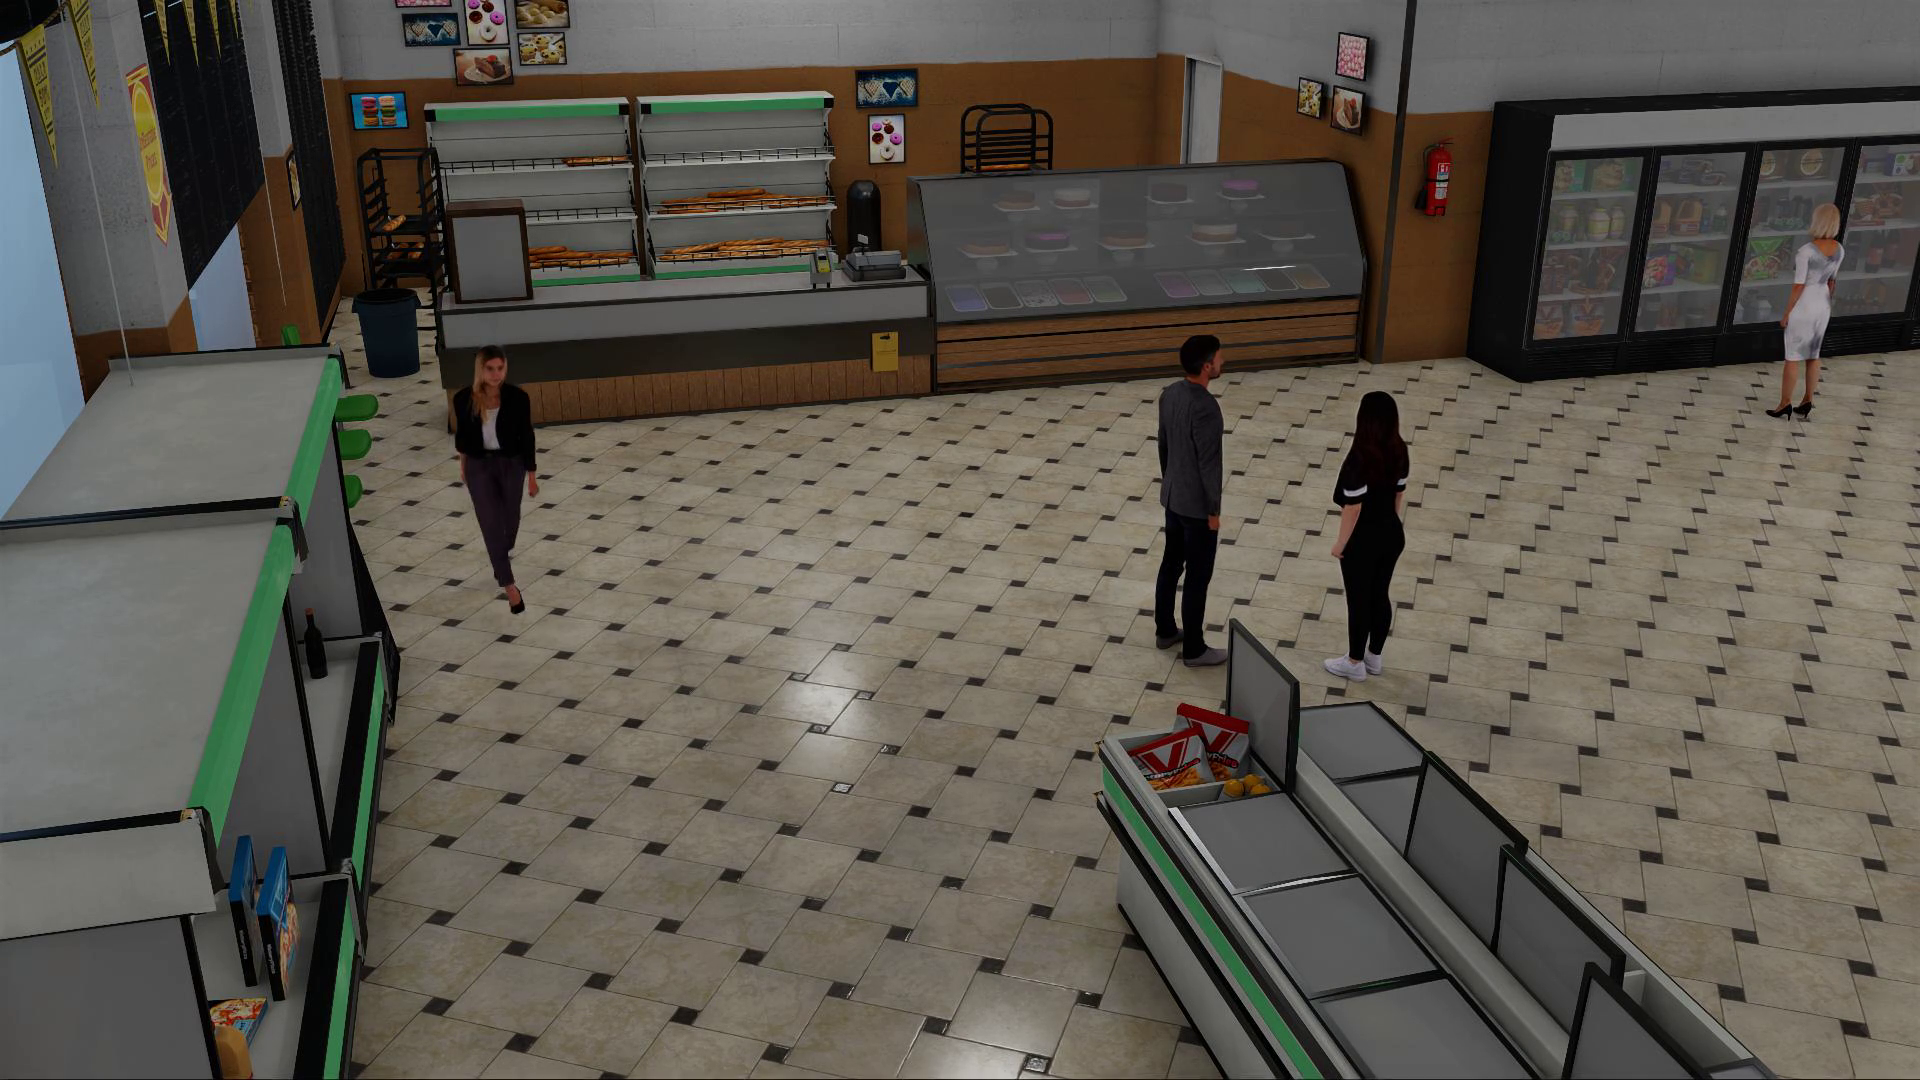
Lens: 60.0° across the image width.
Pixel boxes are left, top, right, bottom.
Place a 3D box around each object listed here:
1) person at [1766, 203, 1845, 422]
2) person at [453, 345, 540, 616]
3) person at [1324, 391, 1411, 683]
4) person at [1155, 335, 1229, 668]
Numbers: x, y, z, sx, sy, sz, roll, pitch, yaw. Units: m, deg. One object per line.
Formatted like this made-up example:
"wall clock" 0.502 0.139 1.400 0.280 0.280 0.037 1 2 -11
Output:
"person" 6.829 -1.833 13.380 0.559 1.750 0.490 -6 23 -15
"person" -2.799 -0.385 9.985 0.650 1.594 1.108 -6 23 -14
"person" 2.223 -0.018 9.015 0.675 1.639 0.679 -13 25 -29
"person" 1.286 -0.224 9.209 0.784 1.874 0.601 -10 24 -23
